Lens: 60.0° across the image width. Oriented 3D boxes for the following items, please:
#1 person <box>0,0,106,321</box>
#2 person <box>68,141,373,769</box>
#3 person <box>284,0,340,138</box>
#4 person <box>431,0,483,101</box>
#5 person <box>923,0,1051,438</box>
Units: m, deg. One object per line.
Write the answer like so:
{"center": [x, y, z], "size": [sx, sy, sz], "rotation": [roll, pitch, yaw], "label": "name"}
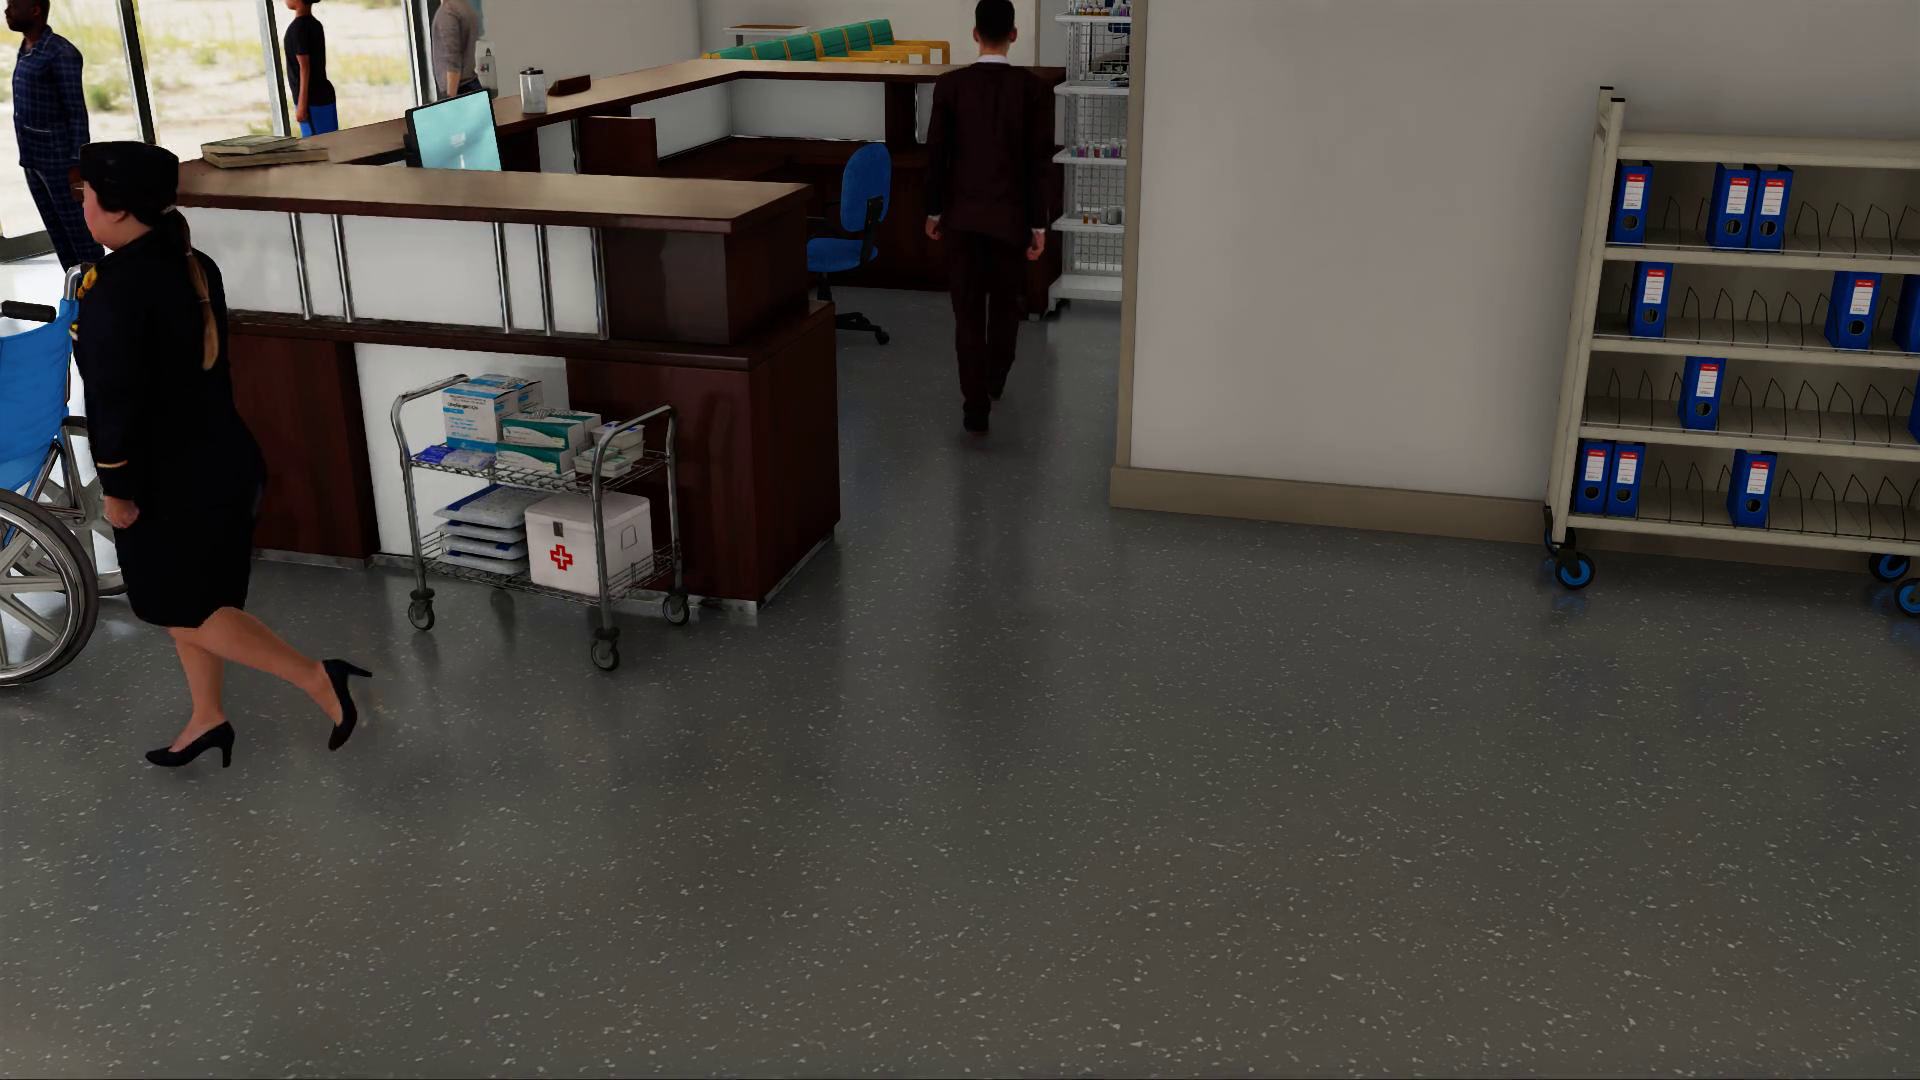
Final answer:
{"center": [-4.925, -2.084, 9.083], "size": [0.698, 1.824, 0.830], "rotation": [16, 26, 36], "label": "person"}
{"center": [-1.889, -0.141, 4.187], "size": [0.979, 1.659, 0.839], "rotation": [0, 21, -1], "label": "person"}
{"center": [-4.723, -3.240, 12.172], "size": [0.688, 1.799, 0.675], "rotation": [-2, 21, -4], "label": "person"}
{"center": [-3.564, -3.189, 11.889], "size": [0.676, 1.903, 0.761], "rotation": [-1, 21, -3], "label": "person"}
{"center": [0.111, -1.328, 7.101], "size": [1.189, 1.814, 0.974], "rotation": [0, 21, -1], "label": "person"}
